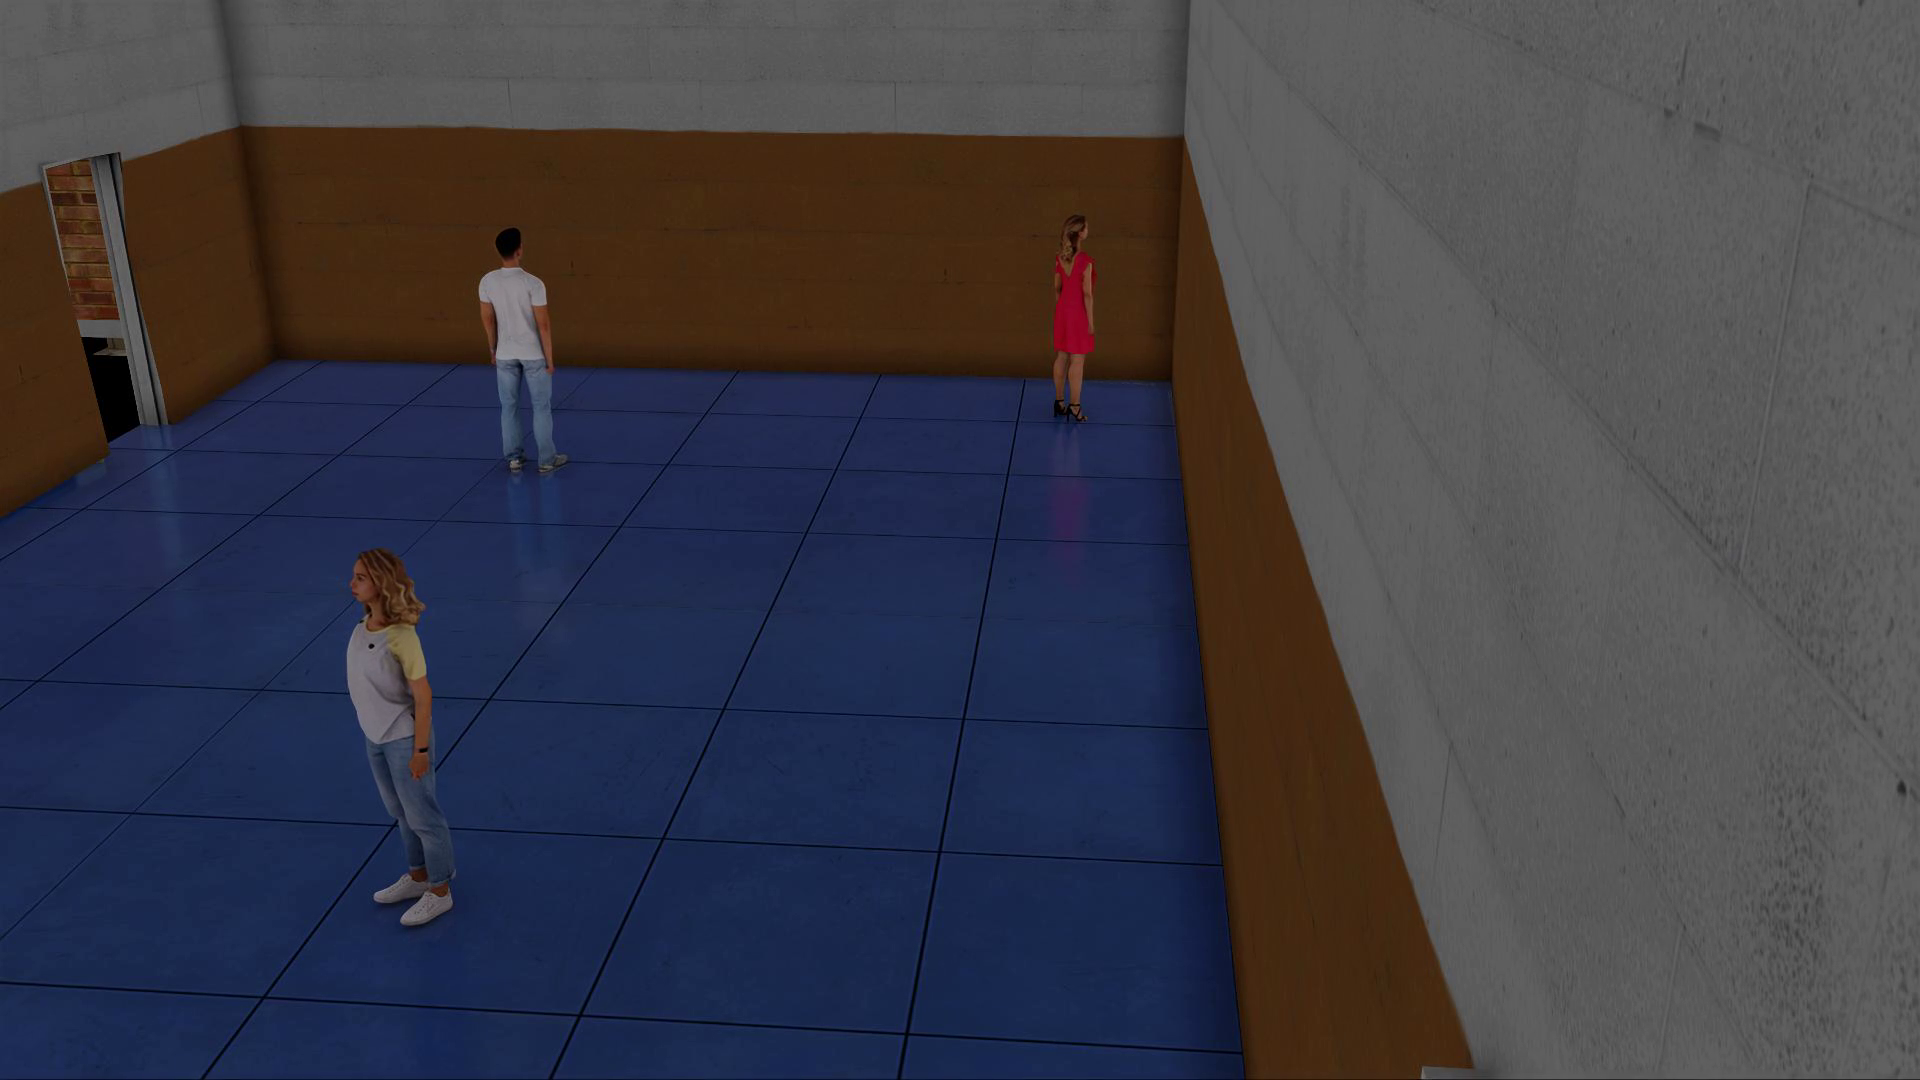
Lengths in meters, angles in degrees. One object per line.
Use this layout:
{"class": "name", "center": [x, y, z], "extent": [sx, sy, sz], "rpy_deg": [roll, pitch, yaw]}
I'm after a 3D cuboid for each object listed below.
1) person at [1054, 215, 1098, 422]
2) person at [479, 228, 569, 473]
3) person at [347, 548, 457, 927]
{"class": "person", "center": [0.934, -1.851, 13.830], "extent": [0.717, 1.728, 0.664], "rpy_deg": [-16, 27, -34]}
{"class": "person", "center": [-3.327, -1.428, 12.595], "extent": [0.499, 1.864, 0.743], "rpy_deg": [3, 22, 8]}
{"class": "person", "center": [-2.392, 0.836, 7.129], "extent": [0.768, 1.723, 0.692], "rpy_deg": [-20, 29, -40]}
